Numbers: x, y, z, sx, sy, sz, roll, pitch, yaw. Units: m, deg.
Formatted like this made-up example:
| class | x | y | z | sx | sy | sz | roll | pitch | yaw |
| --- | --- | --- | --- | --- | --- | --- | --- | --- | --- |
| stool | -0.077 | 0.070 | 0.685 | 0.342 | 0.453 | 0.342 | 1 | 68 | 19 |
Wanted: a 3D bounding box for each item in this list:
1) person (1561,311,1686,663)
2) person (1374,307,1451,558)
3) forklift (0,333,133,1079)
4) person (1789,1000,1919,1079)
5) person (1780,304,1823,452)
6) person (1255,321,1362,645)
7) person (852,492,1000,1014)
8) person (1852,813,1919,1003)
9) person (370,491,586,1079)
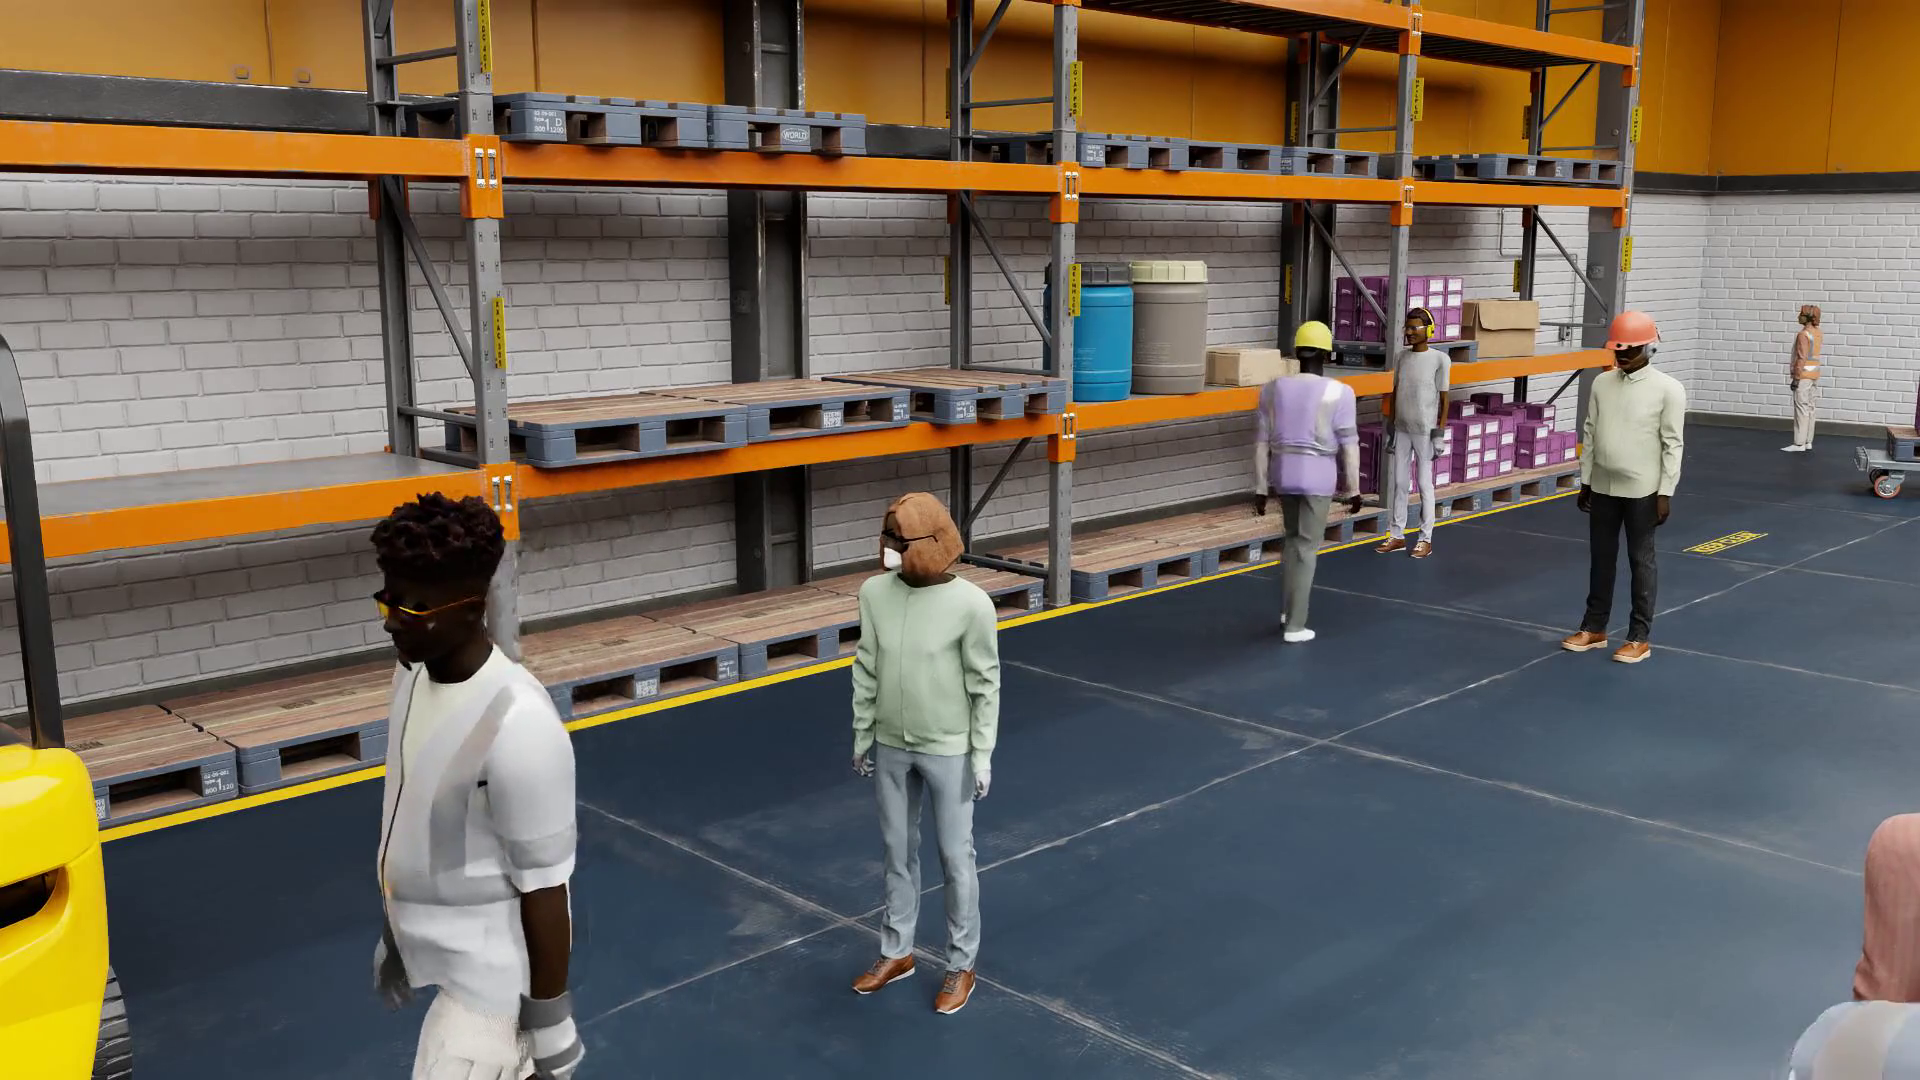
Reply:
| class | x | y | z | sx | sy | sz | roll | pitch | yaw |
| --- | --- | --- | --- | --- | --- | --- | --- | --- | --- |
| person | 3.771 | -0.303 | 9.445 | 0.392 | 1.986 | 0.609 | -7 | 12 | -33 |
| person | 3.411 | -0.803 | 12.486 | 0.329 | 1.873 | 0.515 | -9 | 14 | -41 |
| forklift | -3.289 | 0.485 | 4.582 | 1.214 | 2.155 | 2.313 | -10 | 14 | -44 |
| person | 1.238 | 1.155 | 1.964 | 0.424 | 1.806 | 0.609 | -9 | 14 | -41 |
| person | 9.403 | -1.796 | 18.518 | 0.523 | 1.643 | 0.306 | -10 | 15 | -44 |
| person | 2.090 | -0.343 | 9.908 | 0.594 | 1.901 | 0.668 | 8 | 13 | 38 |
| person | -0.118 | 0.657 | 5.171 | 0.504 | 1.631 | 0.281 | 6 | 12 | 30 |
| person | 1.821 | 1.005 | 2.935 | 0.523 | 1.761 | 0.323 | 2 | 11 | 9 |
| person | -0.911 | 0.828 | 3.447 | 0.922 | 1.932 | 0.624 | -7 | 12 | -33 |
